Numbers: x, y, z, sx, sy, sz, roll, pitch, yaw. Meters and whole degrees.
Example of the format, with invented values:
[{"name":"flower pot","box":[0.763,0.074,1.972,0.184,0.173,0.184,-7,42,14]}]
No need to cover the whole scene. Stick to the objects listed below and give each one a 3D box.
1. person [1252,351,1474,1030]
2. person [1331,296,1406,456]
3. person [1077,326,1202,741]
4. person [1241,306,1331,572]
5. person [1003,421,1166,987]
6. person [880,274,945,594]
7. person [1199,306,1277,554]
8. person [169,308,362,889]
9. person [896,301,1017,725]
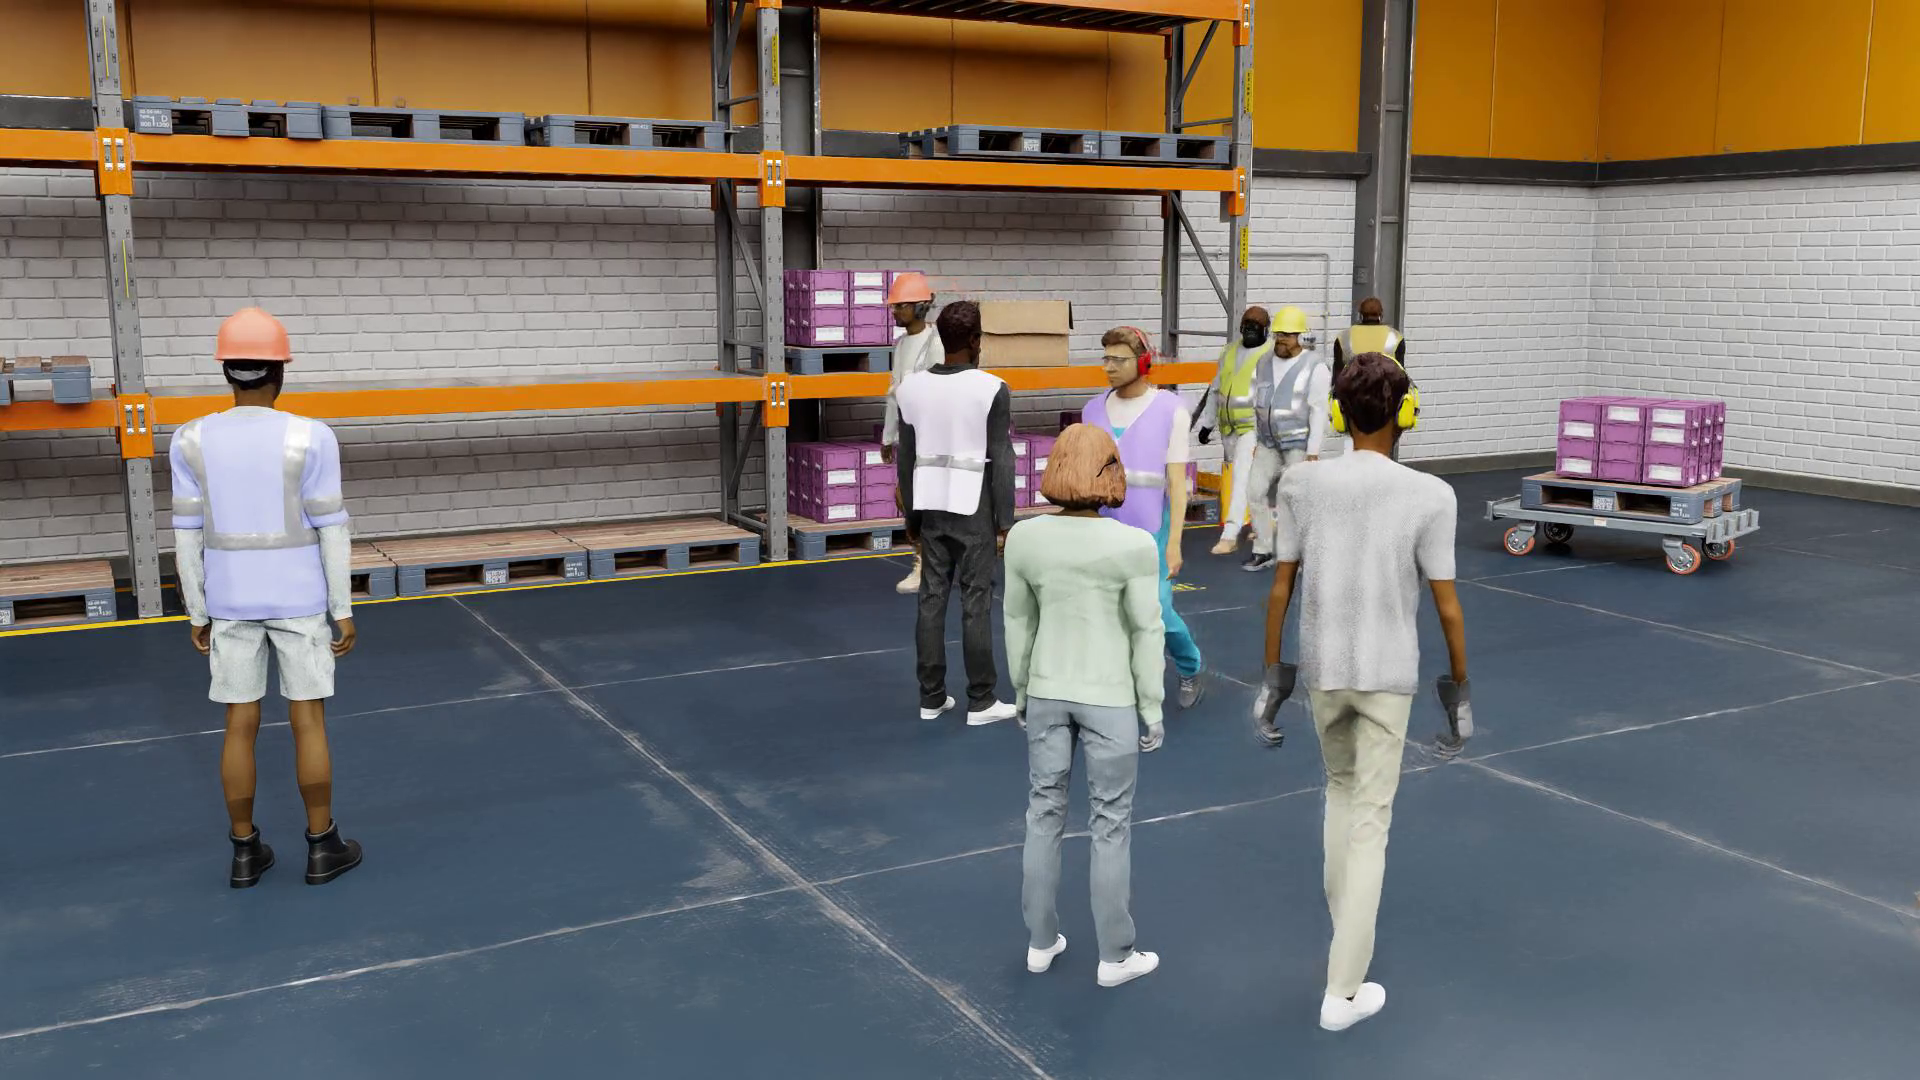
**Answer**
[{"name":"person","box":[1.161,0.400,4.660,0.577,1.832,0.726,6,11,32]},{"name":"person","box":[3.556,-1.206,14.498,0.623,1.822,0.545,3,10,19]},{"name":"person","box":[0.818,-0.046,7.416,0.574,1.825,0.753,8,12,39]},{"name":"person","box":[2.153,-0.660,11.193,0.626,1.808,0.616,-9,13,-43]},{"name":"person","box":[0.361,0.474,4.820,0.498,1.636,0.286,5,11,29]},{"name":"person","box":[-0.313,-0.656,10.507,0.585,2.023,0.648,-5,11,-28]},{"name":"person","box":[2.144,-0.823,12.308,0.935,1.802,0.640,-7,12,-37]},{"name":"person","box":[-2.304,0.202,5.565,0.551,1.935,0.362,-1,9,-5]},{"name":"person","box":[-0.016,-0.116,7.552,0.587,1.920,0.393,6,11,31]}]
